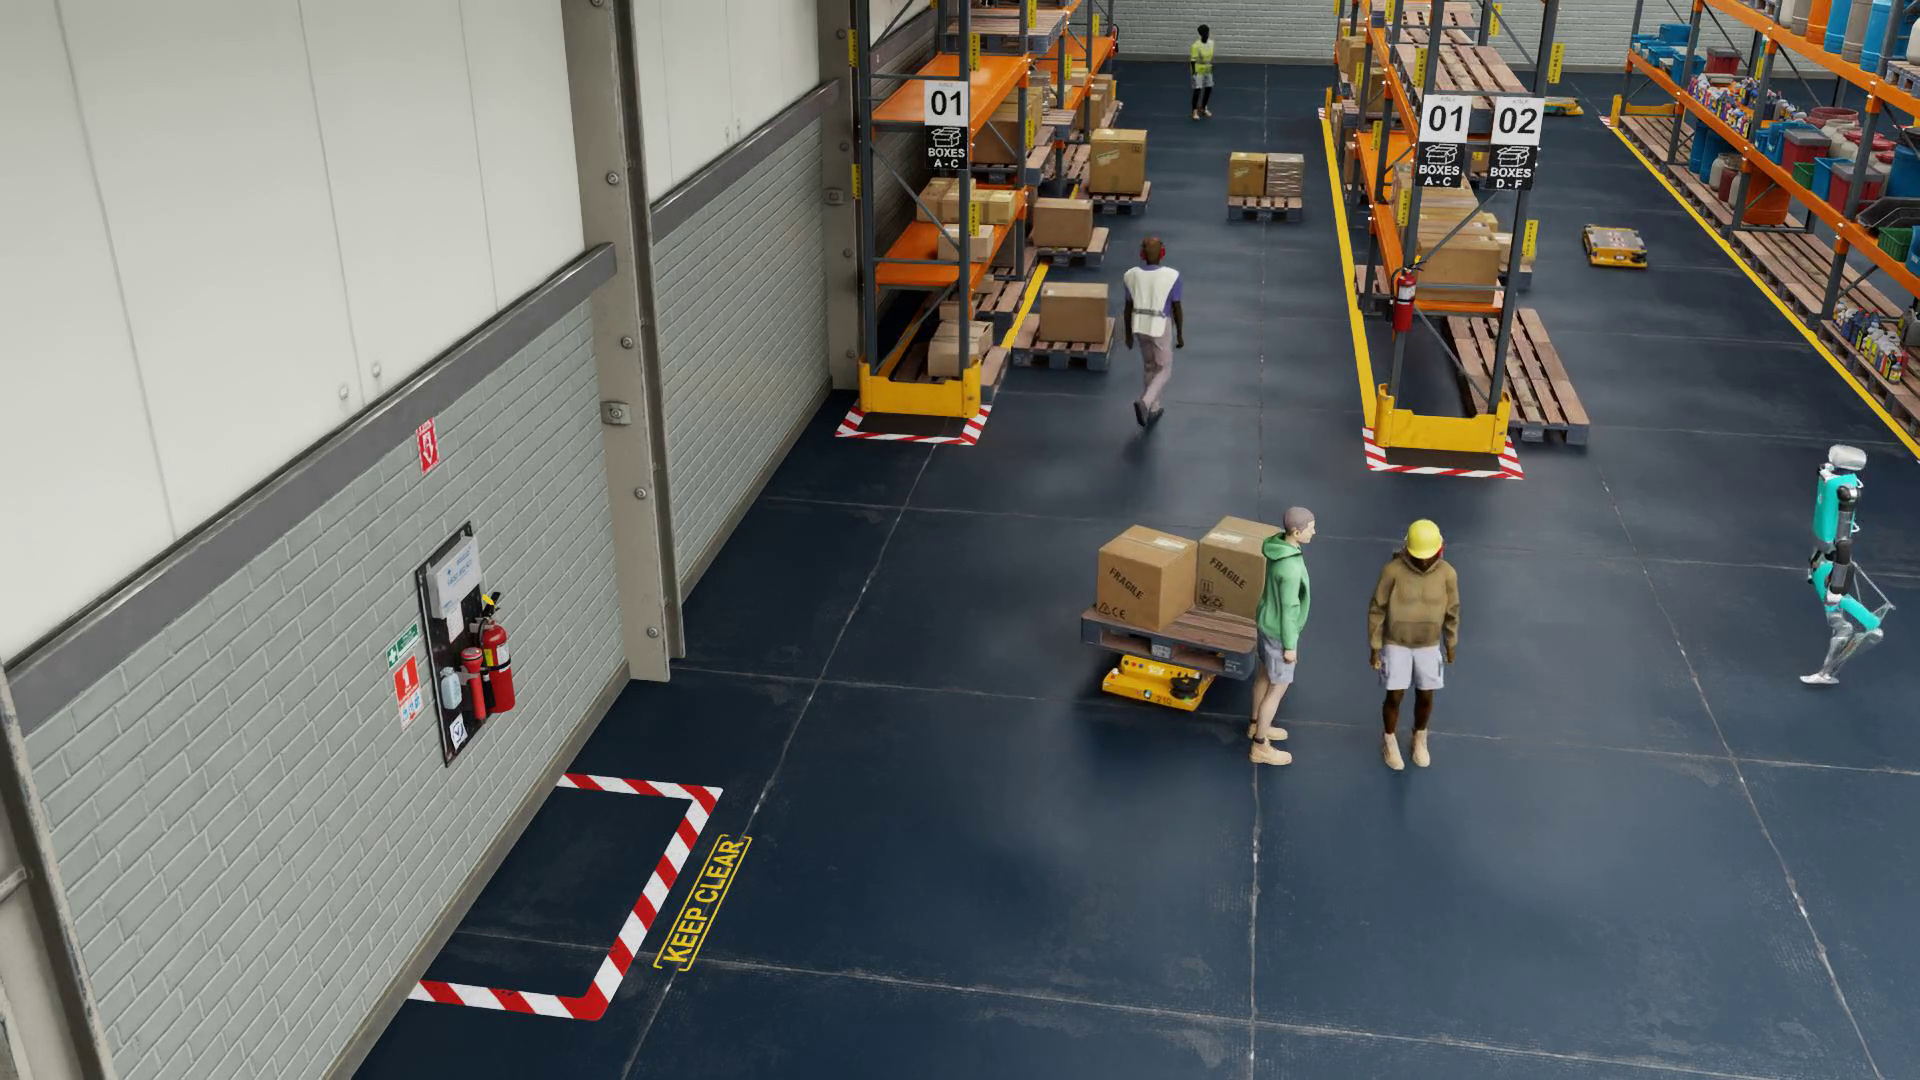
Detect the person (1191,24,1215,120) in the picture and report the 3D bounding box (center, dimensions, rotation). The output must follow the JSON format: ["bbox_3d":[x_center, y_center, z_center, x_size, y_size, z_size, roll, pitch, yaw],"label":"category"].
[{"bbox_3d":[4.263,-8.268,29.401,0.549,1.664,0.415,-14,28,-27],"label":"person"}]

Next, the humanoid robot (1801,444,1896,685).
[{"bbox_3d":[5.985,0.283,11.152,0.704,1.897,0.541,4,25,8],"label":"humanoid robot"}]

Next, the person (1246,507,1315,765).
[{"bbox_3d":[1.992,0.585,10.385,0.316,1.732,0.477,0,25,0],"label":"person"}]

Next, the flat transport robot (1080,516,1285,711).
[{"bbox_3d":[1.569,0.746,11.762,0.659,0.231,1.431,12,27,23],"label":"flat transport robot"}]

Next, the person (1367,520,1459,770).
[{"bbox_3d":[2.782,0.651,10.258,0.566,1.735,0.443,2,25,4],"label":"person"}]

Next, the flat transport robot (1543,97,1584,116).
[{"bbox_3d":[10.563,-7.904,30.275,1.431,0.231,0.659,4,25,9],"label":"flat transport robot"}]

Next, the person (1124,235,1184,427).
[{"bbox_3d":[1.798,-1.954,15.710,0.595,1.814,0.698,14,29,28],"label":"person"}]

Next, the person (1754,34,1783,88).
[{"bbox_3d":[15.773,-9.727,32.414,0.325,1.761,0.536,-15,29,-29],"label":"person"}]

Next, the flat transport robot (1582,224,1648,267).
[{"bbox_3d":[8.450,-3.797,21.485,0.659,0.231,1.431,6,26,13],"label":"flat transport robot"}]
